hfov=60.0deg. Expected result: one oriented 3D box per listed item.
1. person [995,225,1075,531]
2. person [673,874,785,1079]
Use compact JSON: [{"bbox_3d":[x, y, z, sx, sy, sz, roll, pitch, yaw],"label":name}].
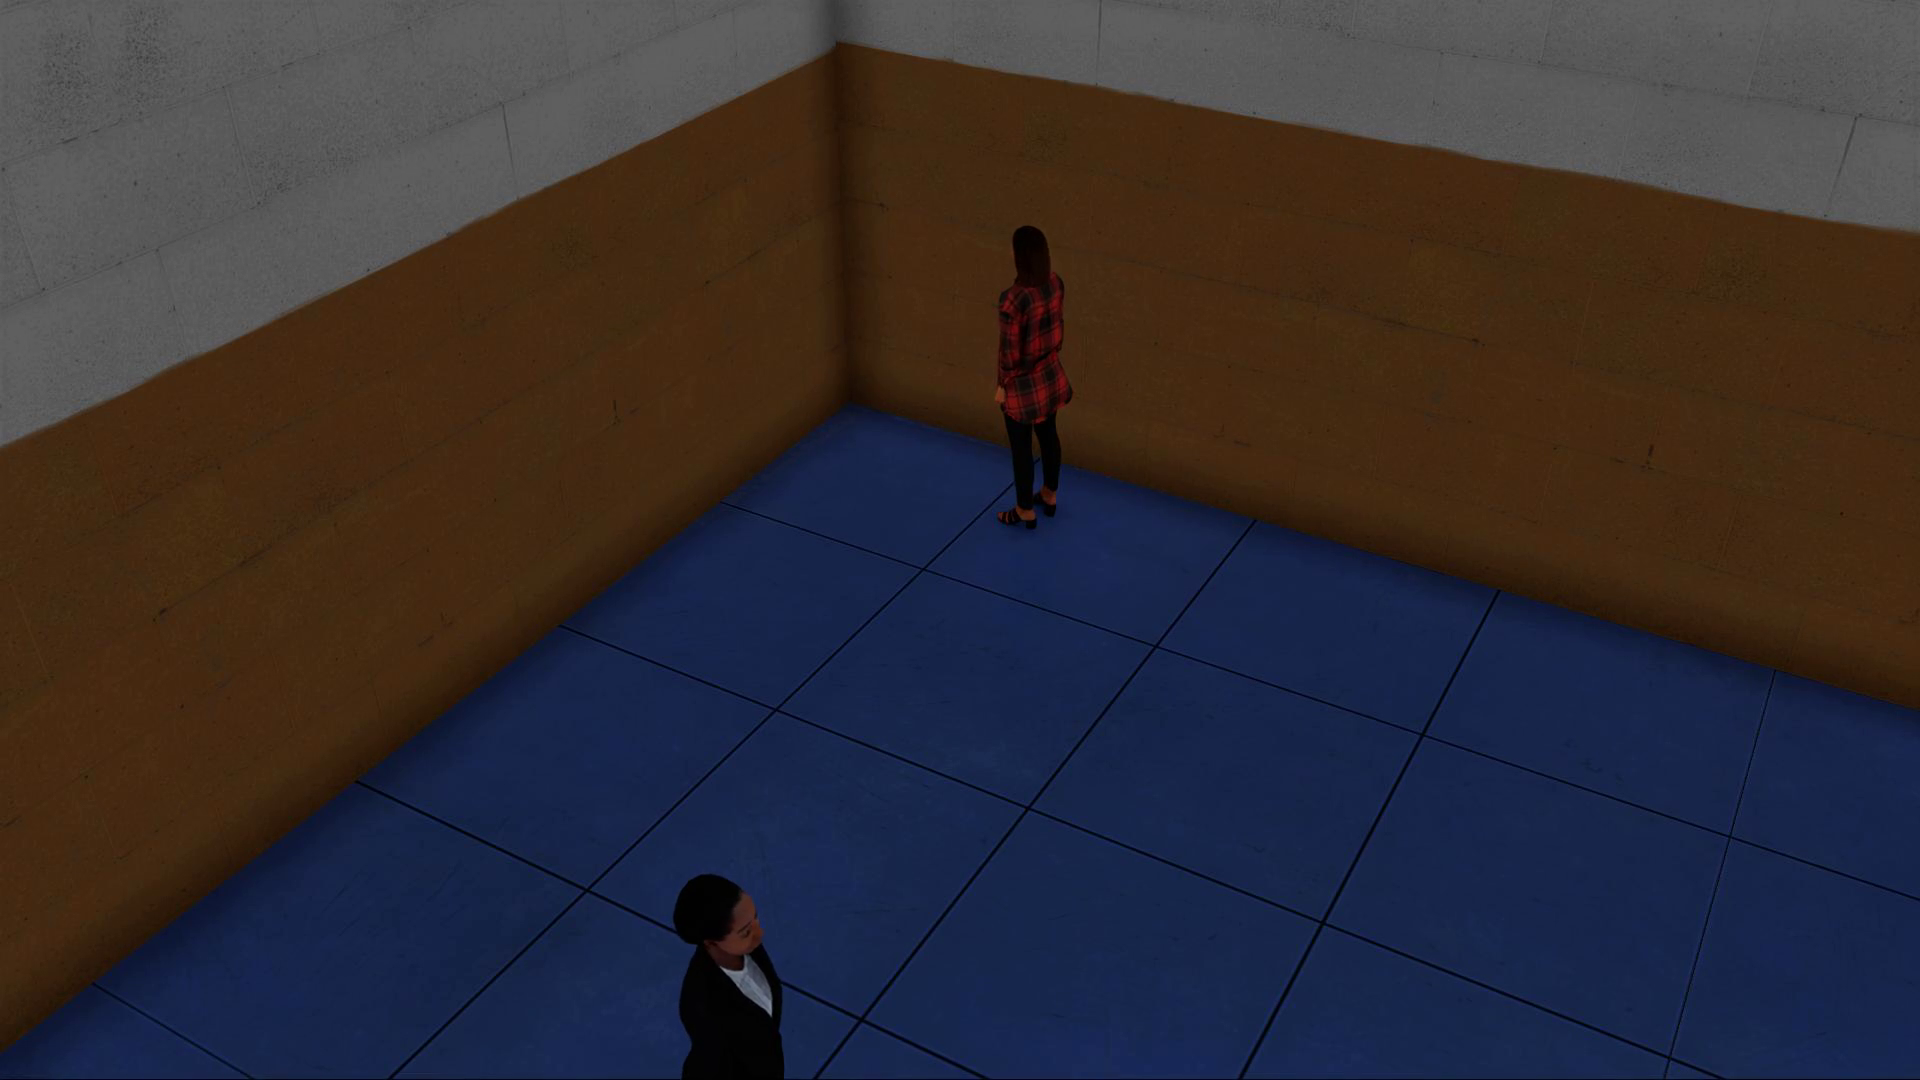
[{"bbox_3d":[0.368,-0.837,8.678,0.724,1.700,0.566,27,42,35],"label":"person"},{"bbox_3d":[-0.665,1.645,4.830,0.725,1.830,0.600,4,34,7],"label":"person"}]
